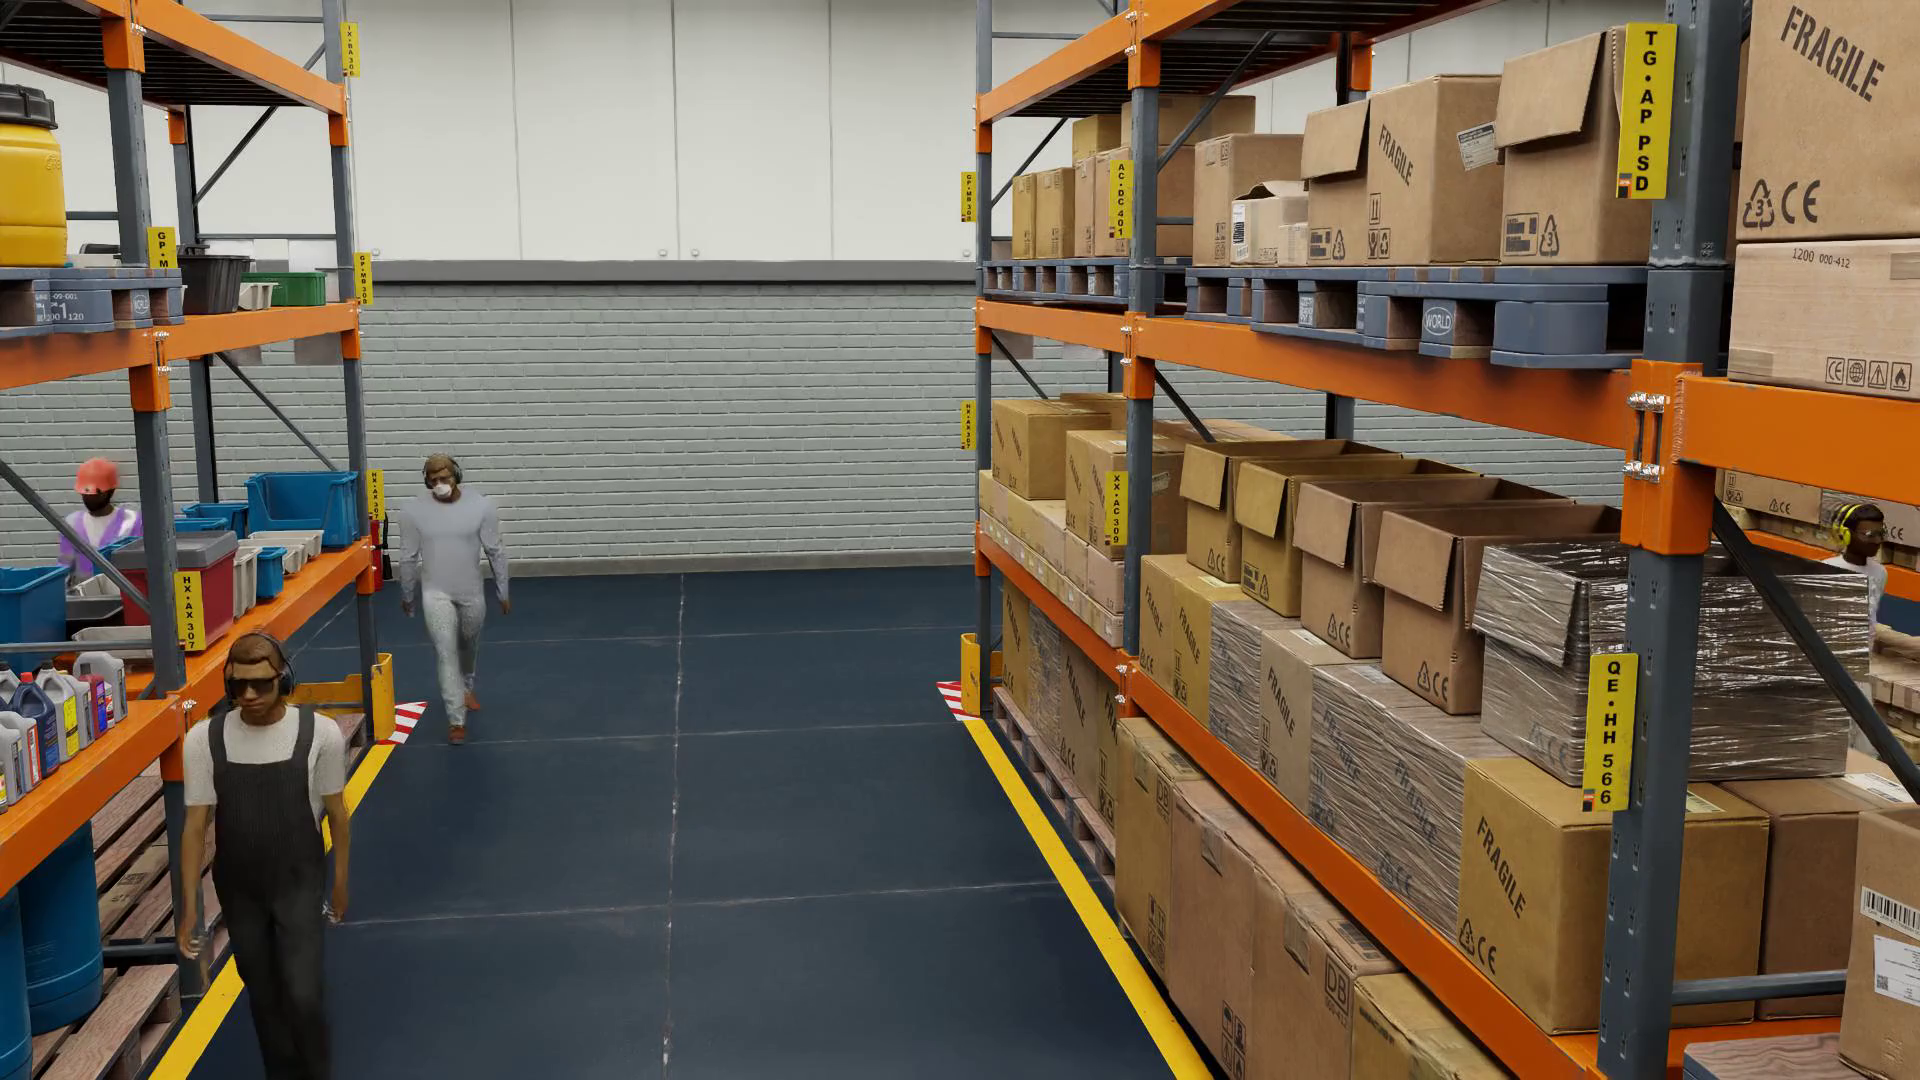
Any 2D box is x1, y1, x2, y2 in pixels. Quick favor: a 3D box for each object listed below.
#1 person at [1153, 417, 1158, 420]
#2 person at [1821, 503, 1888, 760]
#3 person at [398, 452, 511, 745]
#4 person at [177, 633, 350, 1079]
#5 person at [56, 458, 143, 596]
[{"bbox_3d":[1.359,0.070,12.068,0.537,2.000,0.738,4,10,23],"label":"person"},{"bbox_3d":[4.690,0.691,8.919,0.511,1.832,0.976,-2,9,-10],"label":"person"},{"bbox_3d":[-3.346,0.327,11.020,0.673,1.883,1.052,-3,10,-20],"label":"person"},{"bbox_3d":[-2.357,1.218,5.644,0.515,1.820,0.637,-2,9,-10],"label":"person"},{"bbox_3d":[-5.348,0.431,10.339,0.585,1.869,1.021,0,9,2],"label":"person"}]
